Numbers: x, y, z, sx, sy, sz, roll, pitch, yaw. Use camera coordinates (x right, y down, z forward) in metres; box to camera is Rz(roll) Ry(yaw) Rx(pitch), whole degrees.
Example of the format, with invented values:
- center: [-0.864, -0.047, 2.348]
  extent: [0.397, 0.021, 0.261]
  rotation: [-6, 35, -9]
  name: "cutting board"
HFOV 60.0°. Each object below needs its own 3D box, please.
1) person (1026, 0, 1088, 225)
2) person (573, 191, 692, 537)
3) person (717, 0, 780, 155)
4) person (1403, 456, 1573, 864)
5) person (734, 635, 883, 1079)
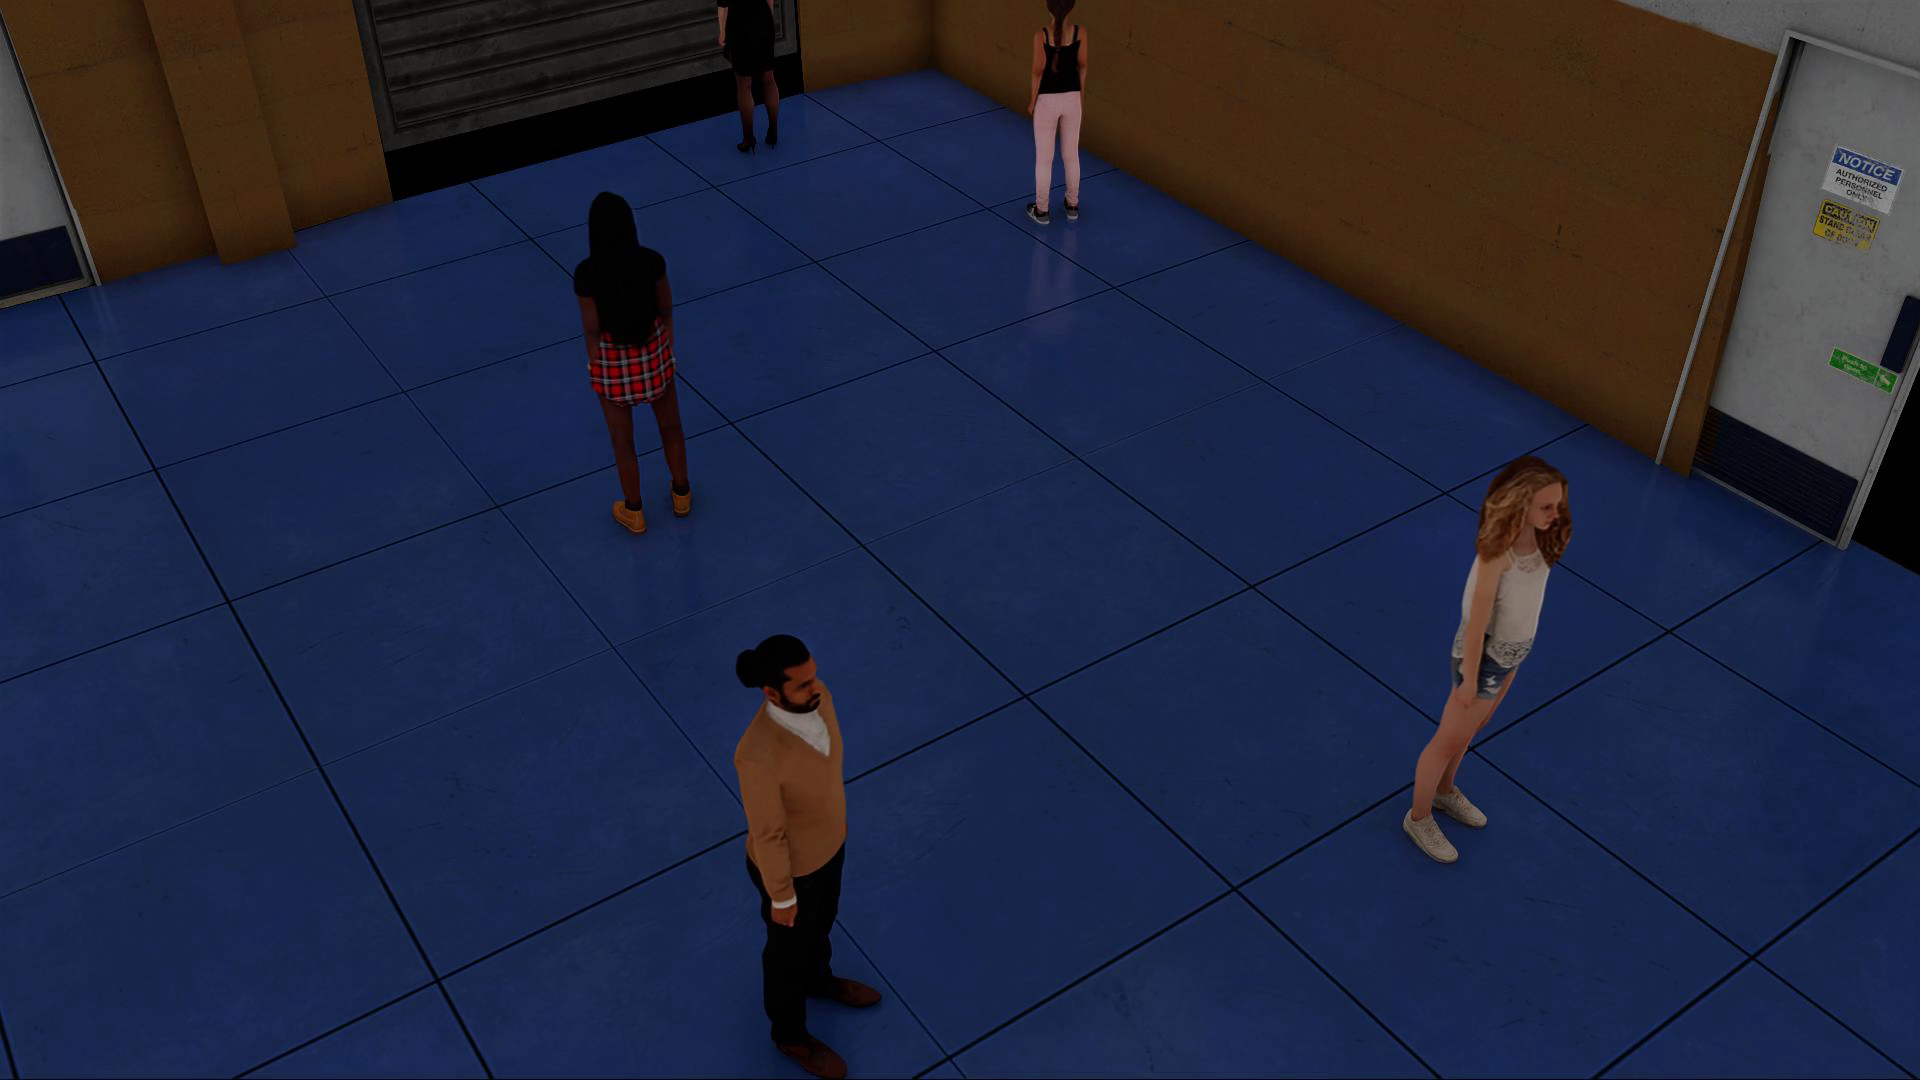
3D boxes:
- center: [0.623, -2.761, 10.521]
  extent: [0.549, 1.566, 0.652]
  rotation: [-9, 38, -12]
  name: "person"
- center: [-1.536, -0.819, 7.799]
  extent: [0.544, 1.727, 0.678]
  rotation: [-20, 41, -24]
  name: "person"
- center: [-1.434, -3.472, 11.338]
  extent: [0.439, 1.707, 0.650]
  rotation: [-21, 42, -25]
  name: "person"
- center: [1.920, 0.428, 6.112]
  extent: [0.682, 1.758, 0.511]
  rotation: [29, 46, 33]
  name: "person"
- center: [-0.516, 0.999, 5.354]
  extent: [0.819, 1.755, 0.732]
  rotation: [11, 38, 14]
  name: "person"
